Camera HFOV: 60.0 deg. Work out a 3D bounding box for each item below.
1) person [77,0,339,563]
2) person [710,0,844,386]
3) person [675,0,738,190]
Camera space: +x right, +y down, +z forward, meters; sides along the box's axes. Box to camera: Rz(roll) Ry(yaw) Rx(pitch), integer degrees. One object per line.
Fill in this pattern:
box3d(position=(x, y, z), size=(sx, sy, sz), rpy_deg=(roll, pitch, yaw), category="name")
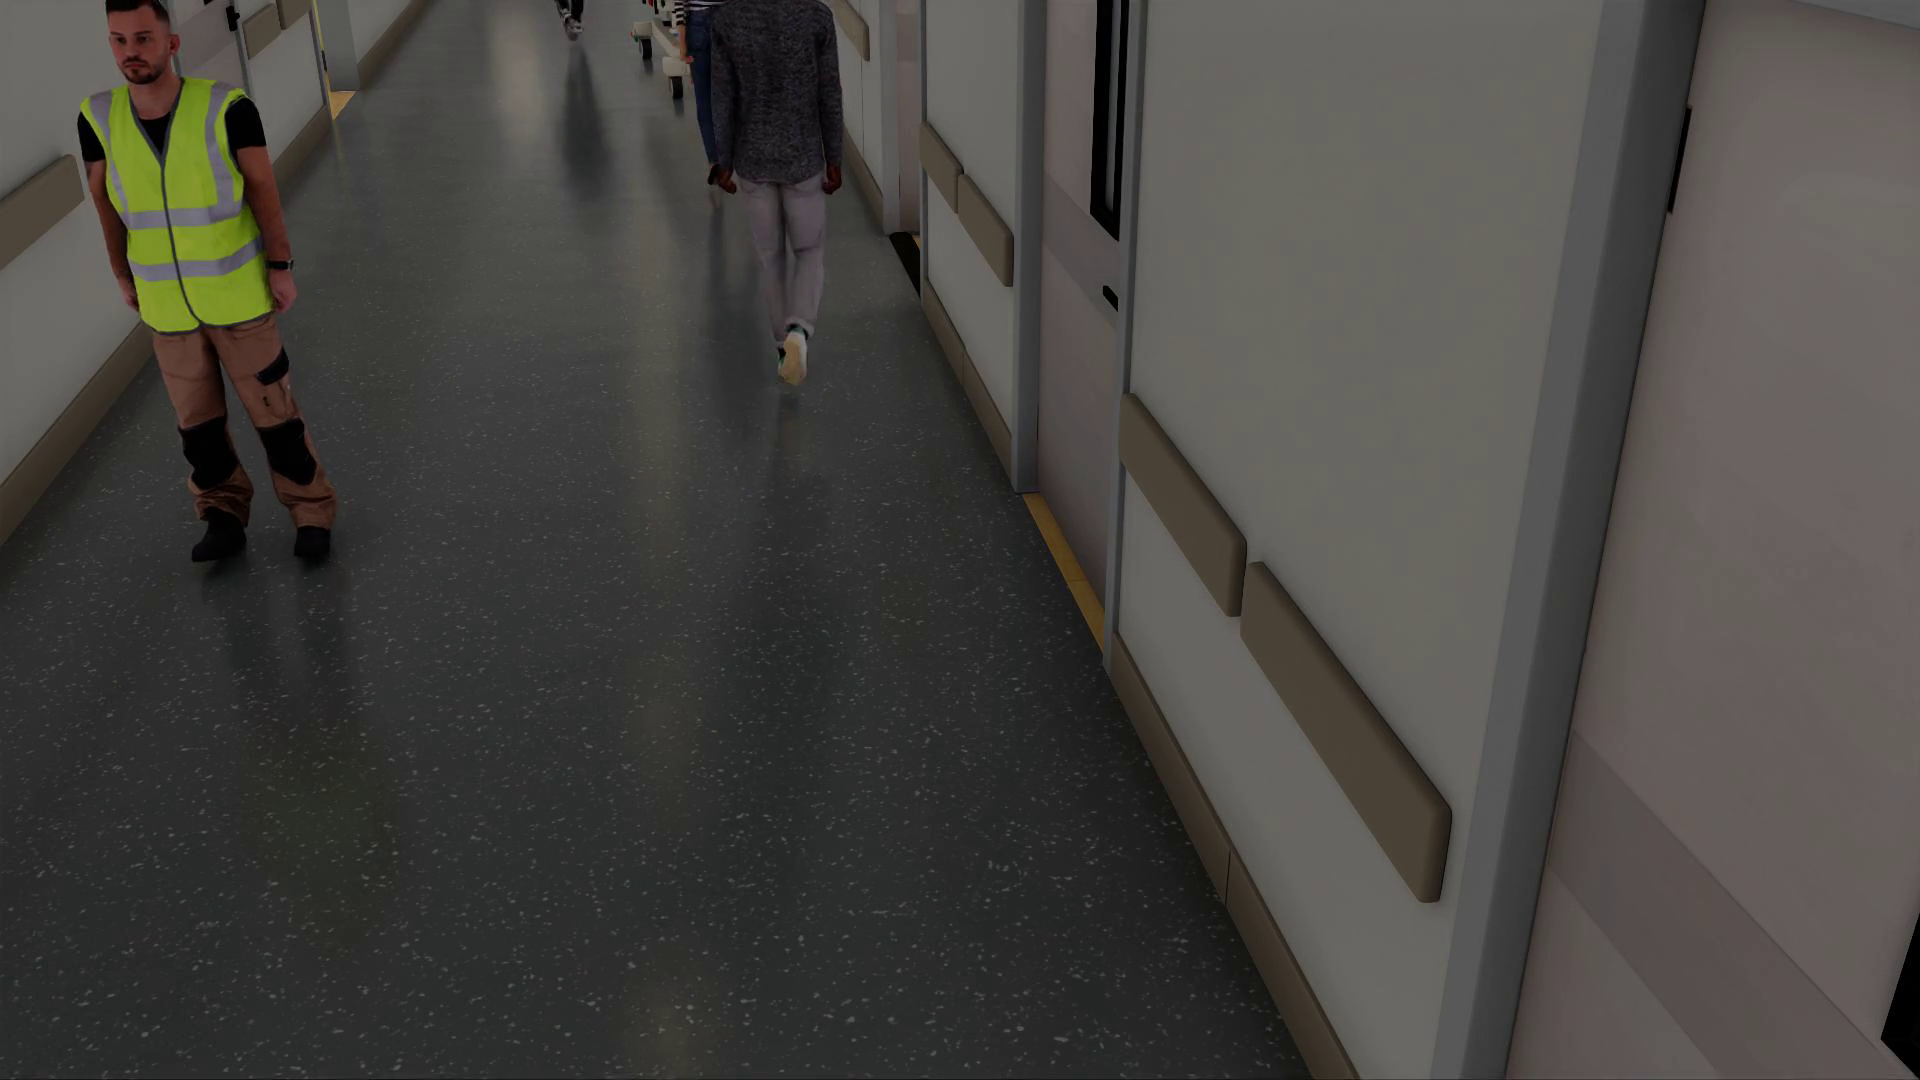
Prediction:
box3d(position=(-2.333, -0.780, 5.165), size=(0.618, 1.830, 0.746), rpy_deg=(-5, 26, -10), category="person")
box3d(position=(-0.733, -1.474, 6.619), size=(0.909, 1.818, 0.827), rpy_deg=(0, 26, -1), category="person")
box3d(position=(-1.383, -2.855, 9.530), size=(0.918, 1.777, 0.749), rpy_deg=(-9, 27, -18), category="person")
